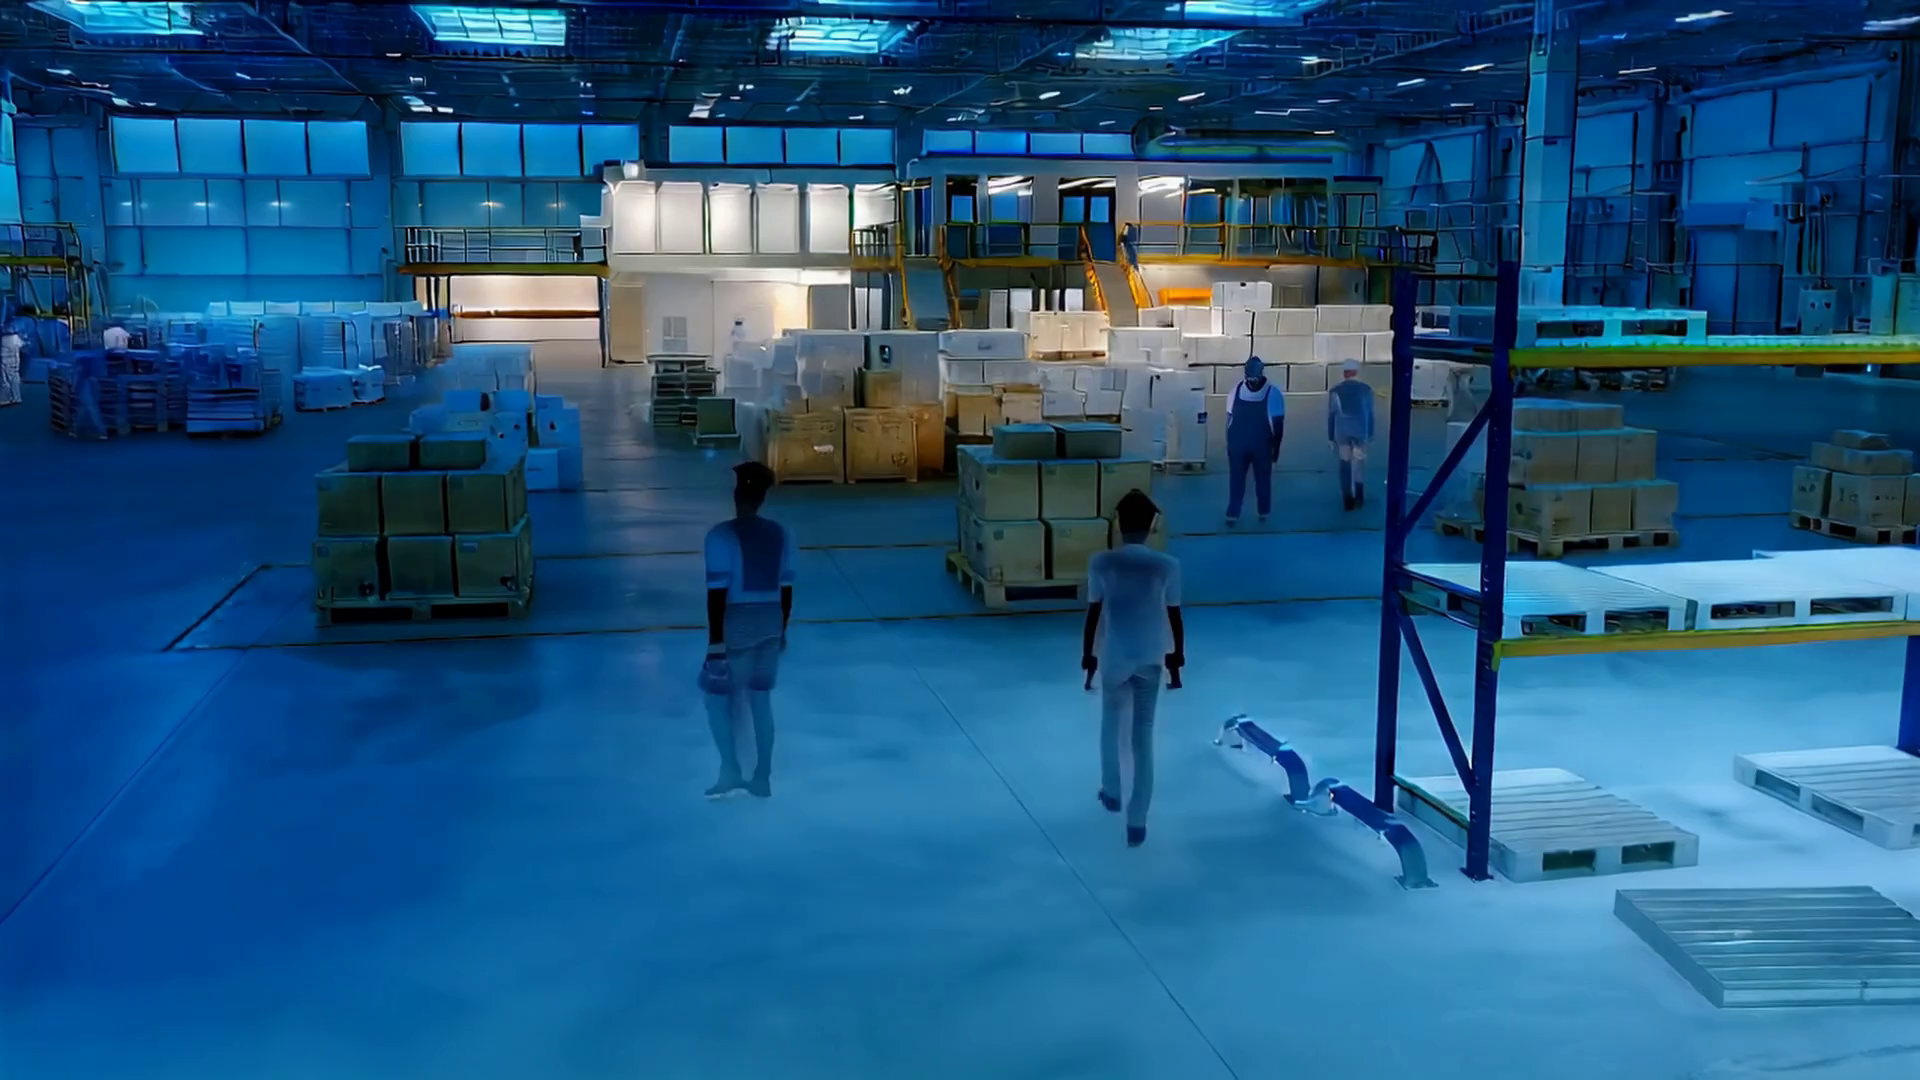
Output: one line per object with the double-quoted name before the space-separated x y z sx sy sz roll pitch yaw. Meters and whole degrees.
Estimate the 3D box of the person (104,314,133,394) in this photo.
"person" -19.015 -4.123 37.593 0.642 1.957 1.018 1 9 6

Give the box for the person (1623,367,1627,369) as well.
"person" 18.665 -5.606 46.866 0.328 1.872 0.511 1 9 4

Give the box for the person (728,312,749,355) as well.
"person" -5.400 -4.582 40.475 0.416 1.916 0.536 7 11 35

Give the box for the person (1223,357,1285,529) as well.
"person" 3.374 -1.149 19.181 0.700 2.000 1.028 4 10 22

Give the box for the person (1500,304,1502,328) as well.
"person" 18.382 -7.124 56.296 0.648 1.801 0.892 -2 10 -15

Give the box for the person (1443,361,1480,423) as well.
"person" 9.776 -3.241 32.323 0.850 1.920 0.616 -8 12 -39

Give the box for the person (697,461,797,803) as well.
"person" -1.175 0.519 9.363 0.646 1.924 0.442 -8 12 -40

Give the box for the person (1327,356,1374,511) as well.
"person" 4.815 -1.308 20.535 0.577 1.913 0.454 2 9 9

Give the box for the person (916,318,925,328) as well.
"person" -0.850 -4.366 39.414 0.968 1.847 0.590 -3 10 -20

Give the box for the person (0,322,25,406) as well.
"person" -20.594 -3.810 36.073 0.595 1.825 0.404 6 11 32

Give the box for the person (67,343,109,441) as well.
"person" -15.123 -2.546 28.724 0.891 1.687 0.506 2 9 10

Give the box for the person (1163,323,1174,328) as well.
"person" 4.236 -3.566 34.449 0.618 1.866 0.582 4 10 21

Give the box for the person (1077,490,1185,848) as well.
"person" 0.914 0.649 8.869 0.574 1.826 0.868 1 9 3
